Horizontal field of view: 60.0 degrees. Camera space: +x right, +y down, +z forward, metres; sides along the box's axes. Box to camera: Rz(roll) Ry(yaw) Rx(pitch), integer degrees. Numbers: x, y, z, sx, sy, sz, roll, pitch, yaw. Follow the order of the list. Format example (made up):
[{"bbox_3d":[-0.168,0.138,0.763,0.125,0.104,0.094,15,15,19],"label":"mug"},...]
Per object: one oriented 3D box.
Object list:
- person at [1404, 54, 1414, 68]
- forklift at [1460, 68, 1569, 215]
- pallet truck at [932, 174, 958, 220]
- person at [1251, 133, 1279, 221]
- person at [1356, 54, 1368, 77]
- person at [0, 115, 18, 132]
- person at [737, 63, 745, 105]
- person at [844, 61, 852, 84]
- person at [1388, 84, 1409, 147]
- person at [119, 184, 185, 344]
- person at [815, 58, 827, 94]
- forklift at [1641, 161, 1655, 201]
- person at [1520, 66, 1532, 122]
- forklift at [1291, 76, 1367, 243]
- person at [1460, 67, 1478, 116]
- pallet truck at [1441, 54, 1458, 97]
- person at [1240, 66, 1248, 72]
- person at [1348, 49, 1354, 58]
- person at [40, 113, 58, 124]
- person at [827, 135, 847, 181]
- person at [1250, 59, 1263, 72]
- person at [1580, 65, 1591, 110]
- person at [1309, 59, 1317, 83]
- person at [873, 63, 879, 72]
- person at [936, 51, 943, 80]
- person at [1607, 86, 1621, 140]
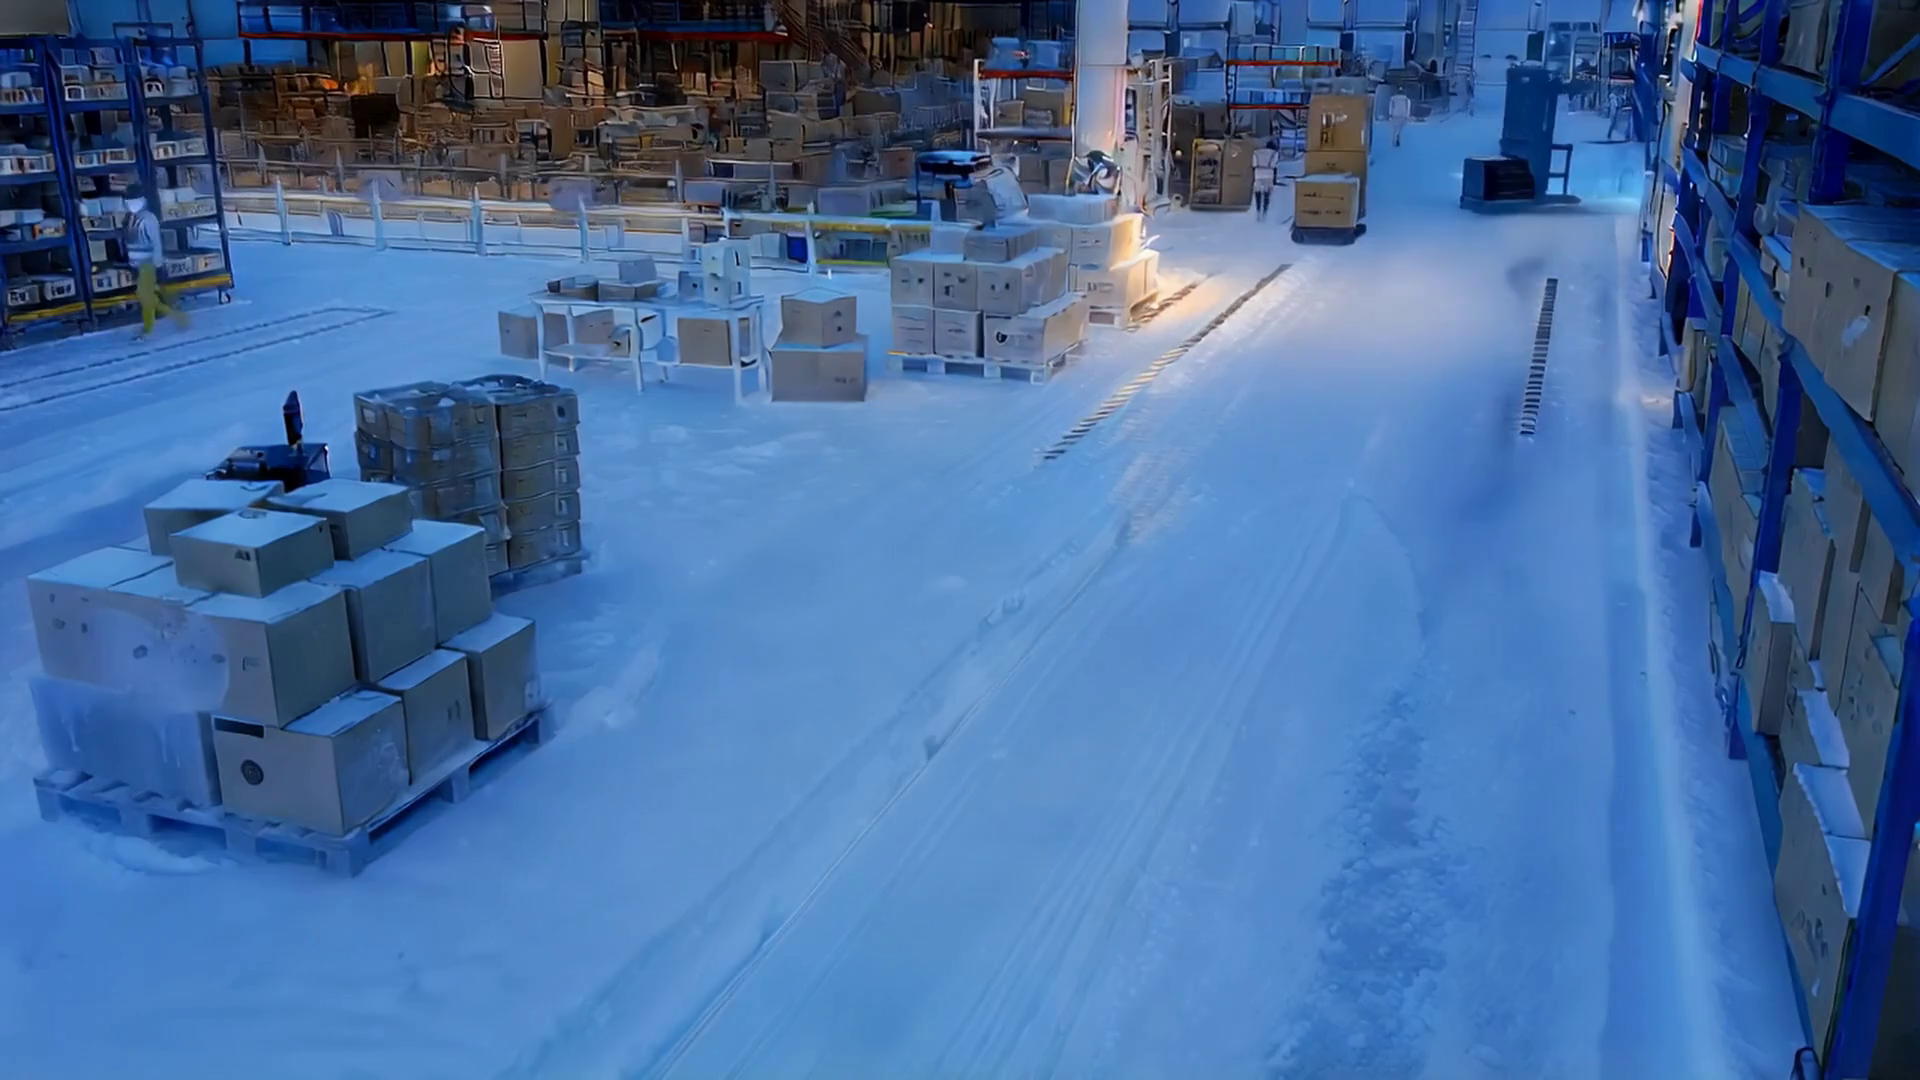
[{"bbox_3d":[21.510,-22.275,79.677,0.375,1.938,0.627,-9,20,-26],"label":"person"},{"bbox_3d":[11.197,-8.001,33.294,1.873,2.768,1.129,-6,19,-18],"label":"forklift"},{"bbox_3d":[-0.507,-5.292,27.348,0.653,1.274,1.630,6,19,19],"label":"pallet truck"},{"bbox_3d":[5.843,-6.977,32.024,0.523,1.679,0.715,6,19,18],"label":"person"},{"bbox_3d":[20.340,-23.545,83.851,0.661,1.818,0.727,-12,22,-34],"label":"person"},{"bbox_3d":[-27.825,-12.335,48.494,0.642,1.909,0.408,-4,18,-14],"label":"person"},{"bbox_3d":[-9.513,-19.762,72.058,0.311,1.769,0.522,-6,19,-19],"label":"person"},{"bbox_3d":[-5.073,-20.394,73.991,0.961,1.795,0.517,-2,18,-7],"label":"person"},{"bbox_3d":[13.111,-12.711,49.814,0.601,1.814,0.430,4,18,14],"label":"person"},{"bbox_3d":[-9.950,-3.401,20.385,0.620,1.932,0.728,12,21,32],"label":"person"},{"bbox_3d":[-6.160,-20.525,74.166,0.612,1.942,0.776,-8,19,-23],"label":"person"},{"bbox_3d":[14.317,-7.627,32.120,1.873,2.768,1.129,6,19,18],"label":"forklift"},{"bbox_3d":[20.637,-16.282,60.676,0.692,2.000,1.008,8,19,23],"label":"person"},{"bbox_3d":[6.598,-6.755,29.381,1.129,2.768,1.873,6,19,19],"label":"forklift"},{"bbox_3d":[19.687,-17.282,64.144,0.725,1.851,0.517,-4,18,-14],"label":"person"},{"bbox_3d":[22.765,-21.886,78.355,0.823,1.965,1.885,-4,18,-14],"label":"pallet truck"},{"bbox_3d":[11.513,-18.433,67.662,0.395,1.911,0.588,-12,21,-34],"label":"person"},{"bbox_3d":[21.531,-26.057,91.651,0.976,1.871,0.615,2,18,7],"label":"person"},{"bbox_3d":[-22.421,-10.096,41.237,0.382,2.041,0.616,5,18,15],"label":"person"},{"bbox_3d":[-2.277,-6.539,30.519,0.407,1.749,0.554,2,18,6],"label":"person"},{"bbox_3d":[13.773,-21.498,77.420,0.629,1.831,0.610,-5,18,-17],"label":"person"},{"bbox_3d":[24.831,-17.934,66.146,0.574,1.876,0.356,-16,23,-40],"label":"person"},{"bbox_3d":[19.783,-26.604,93.241,0.780,1.974,0.432,-14,22,-36],"label":"person"},{"bbox_3d":[-3.419,-18.507,67.947,0.324,1.871,0.526,2,18,7],"label":"person"},{"bbox_3d":[-1.105,-24.744,87.535,0.487,1.866,0.572,-3,18,-9],"label":"person"},{"bbox_3d":[20.133,-13.081,51.181,0.319,1.696,0.532,6,18,17],"label":"person"}]
